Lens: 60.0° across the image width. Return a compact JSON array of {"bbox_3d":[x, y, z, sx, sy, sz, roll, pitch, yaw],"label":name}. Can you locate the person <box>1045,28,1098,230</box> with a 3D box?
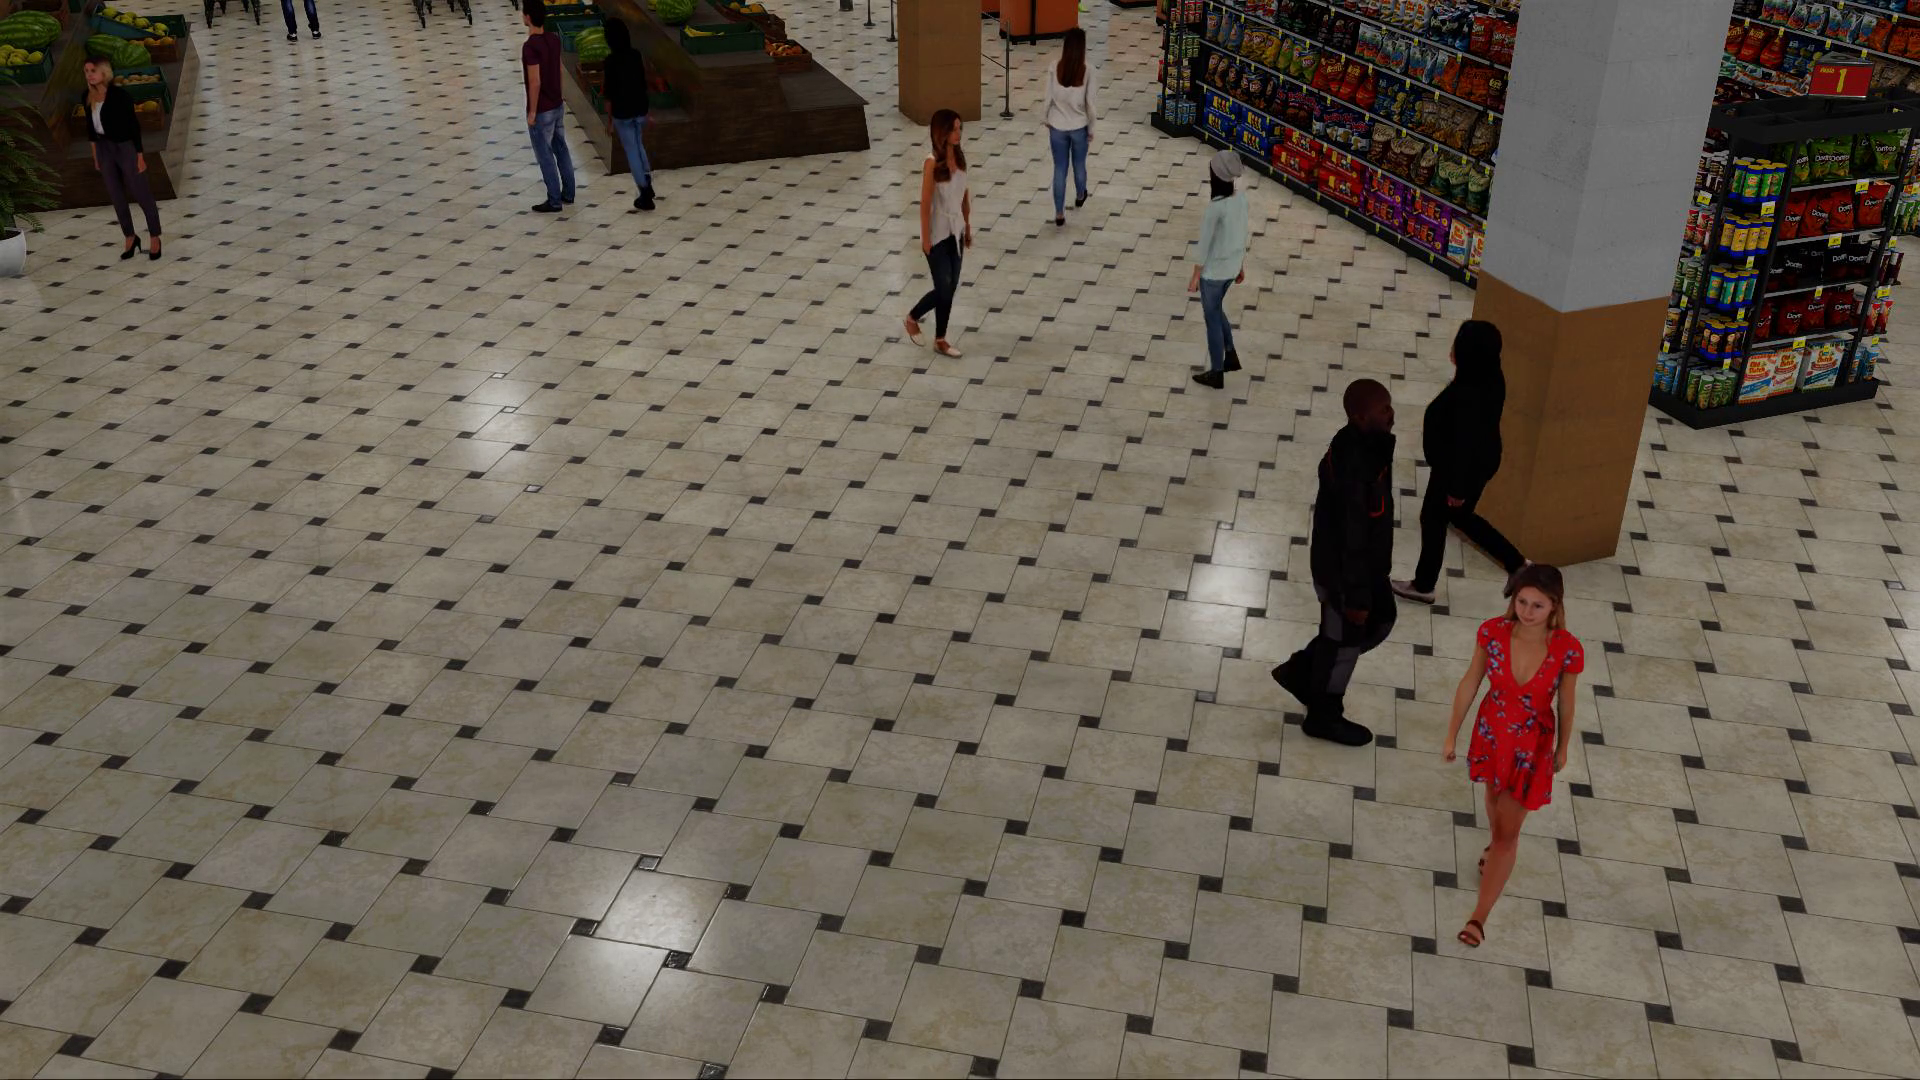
[{"bbox_3d":[0.925,-3.482,14.259,1.011,1.640,1.197,6,29,11],"label":"person"}]

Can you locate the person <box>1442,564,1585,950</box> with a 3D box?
[{"bbox_3d":[2.208,0.764,6.573,1.058,1.554,1.034,17,33,29],"label":"person"}]

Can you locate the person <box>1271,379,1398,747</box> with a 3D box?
[{"bbox_3d":[1.662,0.108,7.507,0.960,1.810,0.900,10,30,18],"label":"person"}]

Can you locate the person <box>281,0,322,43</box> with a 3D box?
[{"bbox_3d":[-8.437,-7.239,20.946,0.738,1.826,0.631,-14,32,-24],"label":"person"}]

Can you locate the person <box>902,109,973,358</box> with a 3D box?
[{"bbox_3d":[-0.191,-2.138,11.657,0.850,1.775,0.785,17,33,29],"label":"person"}]

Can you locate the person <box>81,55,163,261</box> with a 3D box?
[{"bbox_3d":[-6.827,-3.105,13.538,0.685,1.669,0.691,4,29,7],"label":"person"}]

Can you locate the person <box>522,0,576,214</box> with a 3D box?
[{"bbox_3d":[-3.661,-3.842,14.694,0.801,1.855,0.712,9,30,16],"label":"person"}]

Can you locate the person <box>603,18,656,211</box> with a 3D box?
[{"bbox_3d":[-2.856,-3.698,14.615,0.707,1.679,0.748,-24,37,-37],"label":"person"}]

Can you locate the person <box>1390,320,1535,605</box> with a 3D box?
[{"bbox_3d":[2.679,-0.349,8.569,1.067,1.594,0.994,13,31,23],"label":"person"}]

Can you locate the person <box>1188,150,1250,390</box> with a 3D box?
[{"bbox_3d":[1.813,-1.790,11.160,0.739,1.641,0.704,22,36,35],"label":"person"}]
